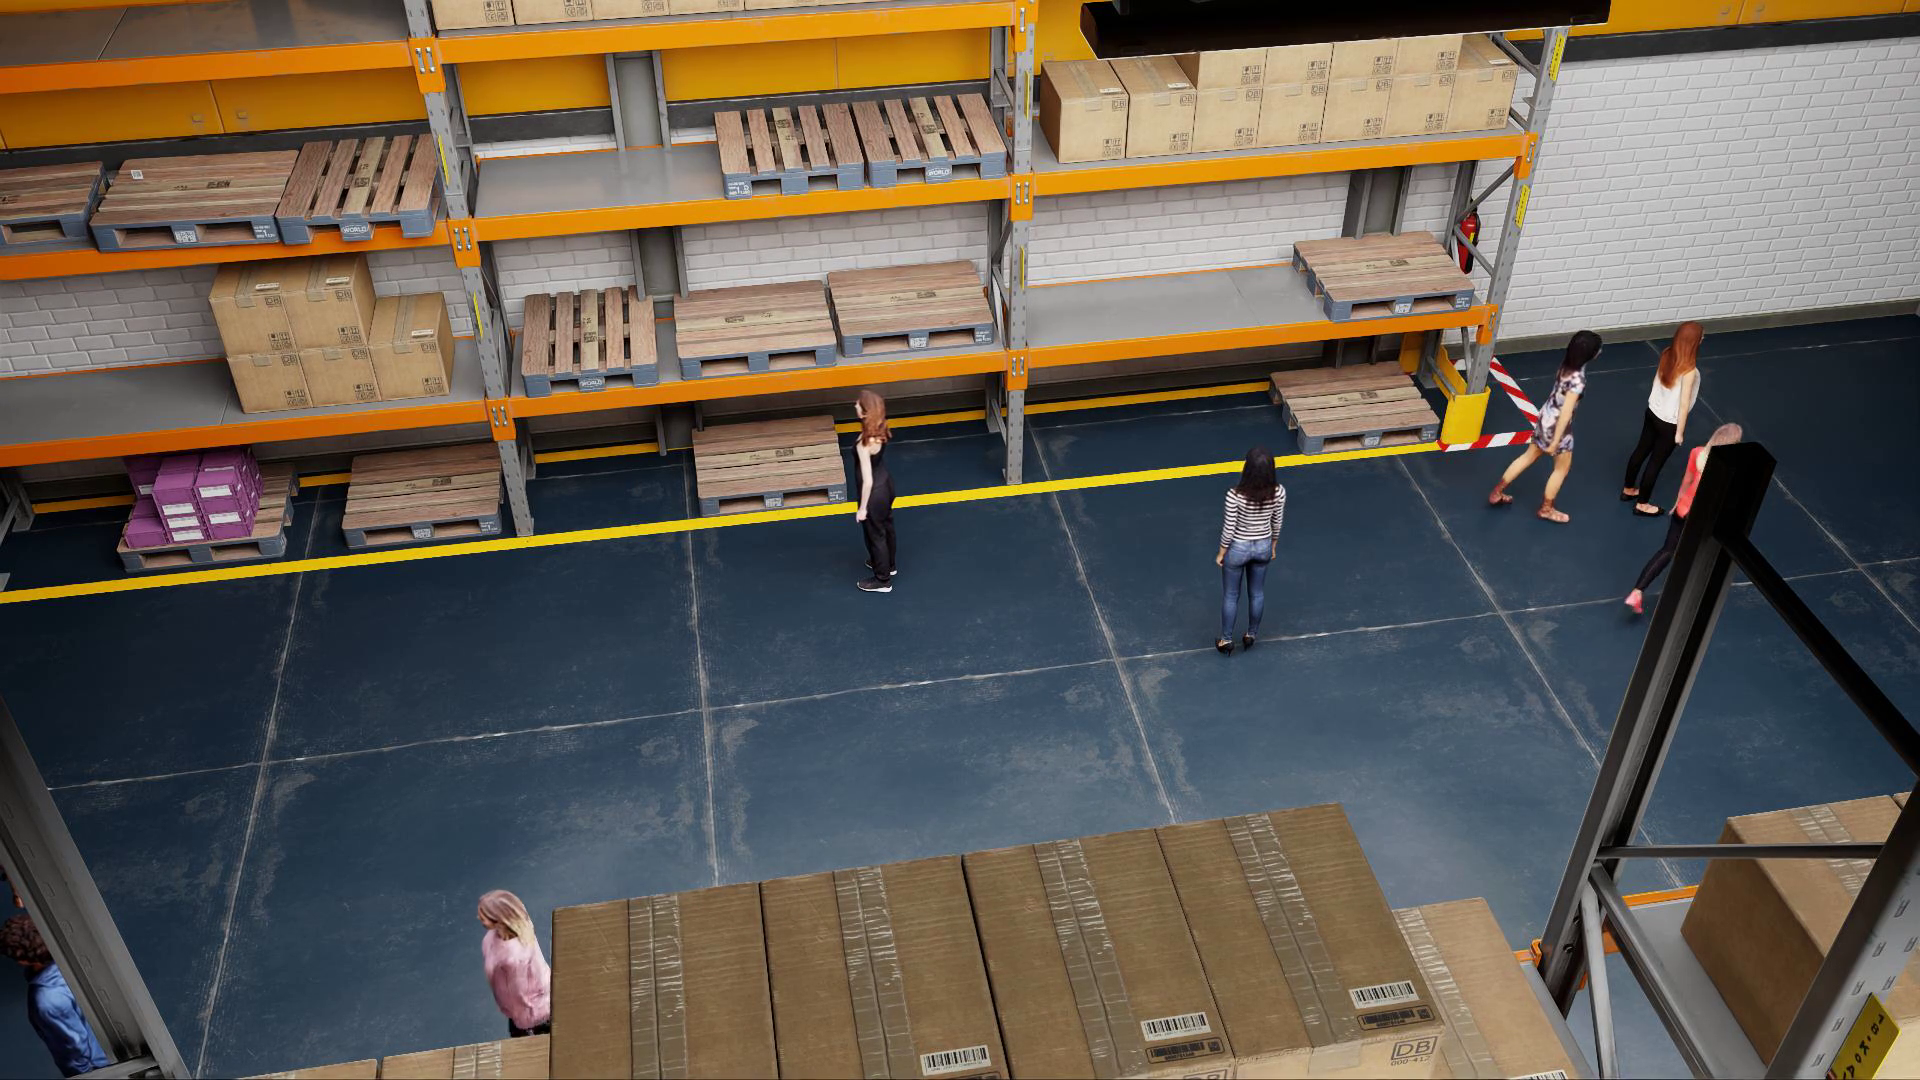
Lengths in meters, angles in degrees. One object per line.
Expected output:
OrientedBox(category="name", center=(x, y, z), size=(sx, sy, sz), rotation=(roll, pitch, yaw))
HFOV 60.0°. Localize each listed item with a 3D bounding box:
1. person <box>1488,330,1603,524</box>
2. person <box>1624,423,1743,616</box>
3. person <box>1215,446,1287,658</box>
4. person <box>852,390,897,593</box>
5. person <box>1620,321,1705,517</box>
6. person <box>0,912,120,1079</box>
OrientedBox(category="person", center=(4.605, -0.901, 13.039), size=(0.939, 1.712, 0.746), rotation=(2, 39, 2))
OrientedBox(category="person", center=(5.308, -0.110, 12.083), size=(1.166, 1.667, 0.896), rotation=(-23, 44, -26))
OrientedBox(category="person", center=(2.027, 0.093, 11.725), size=(0.408, 1.797, 0.639), rotation=(-7, 39, -9))
OrientedBox(category="person", center=(-0.623, -0.366, 12.340), size=(0.644, 1.747, 0.647), rotation=(9, 40, 12))
OrientedBox(category="person", center=(5.548, -0.964, 13.110), size=(0.487, 1.721, 0.572), rotation=(-7, 39, -8))
OrientedBox(category="person", center=(-4.547, 2.557, 8.630), size=(0.606, 1.810, 0.706), rotation=(-11, 40, -14))
